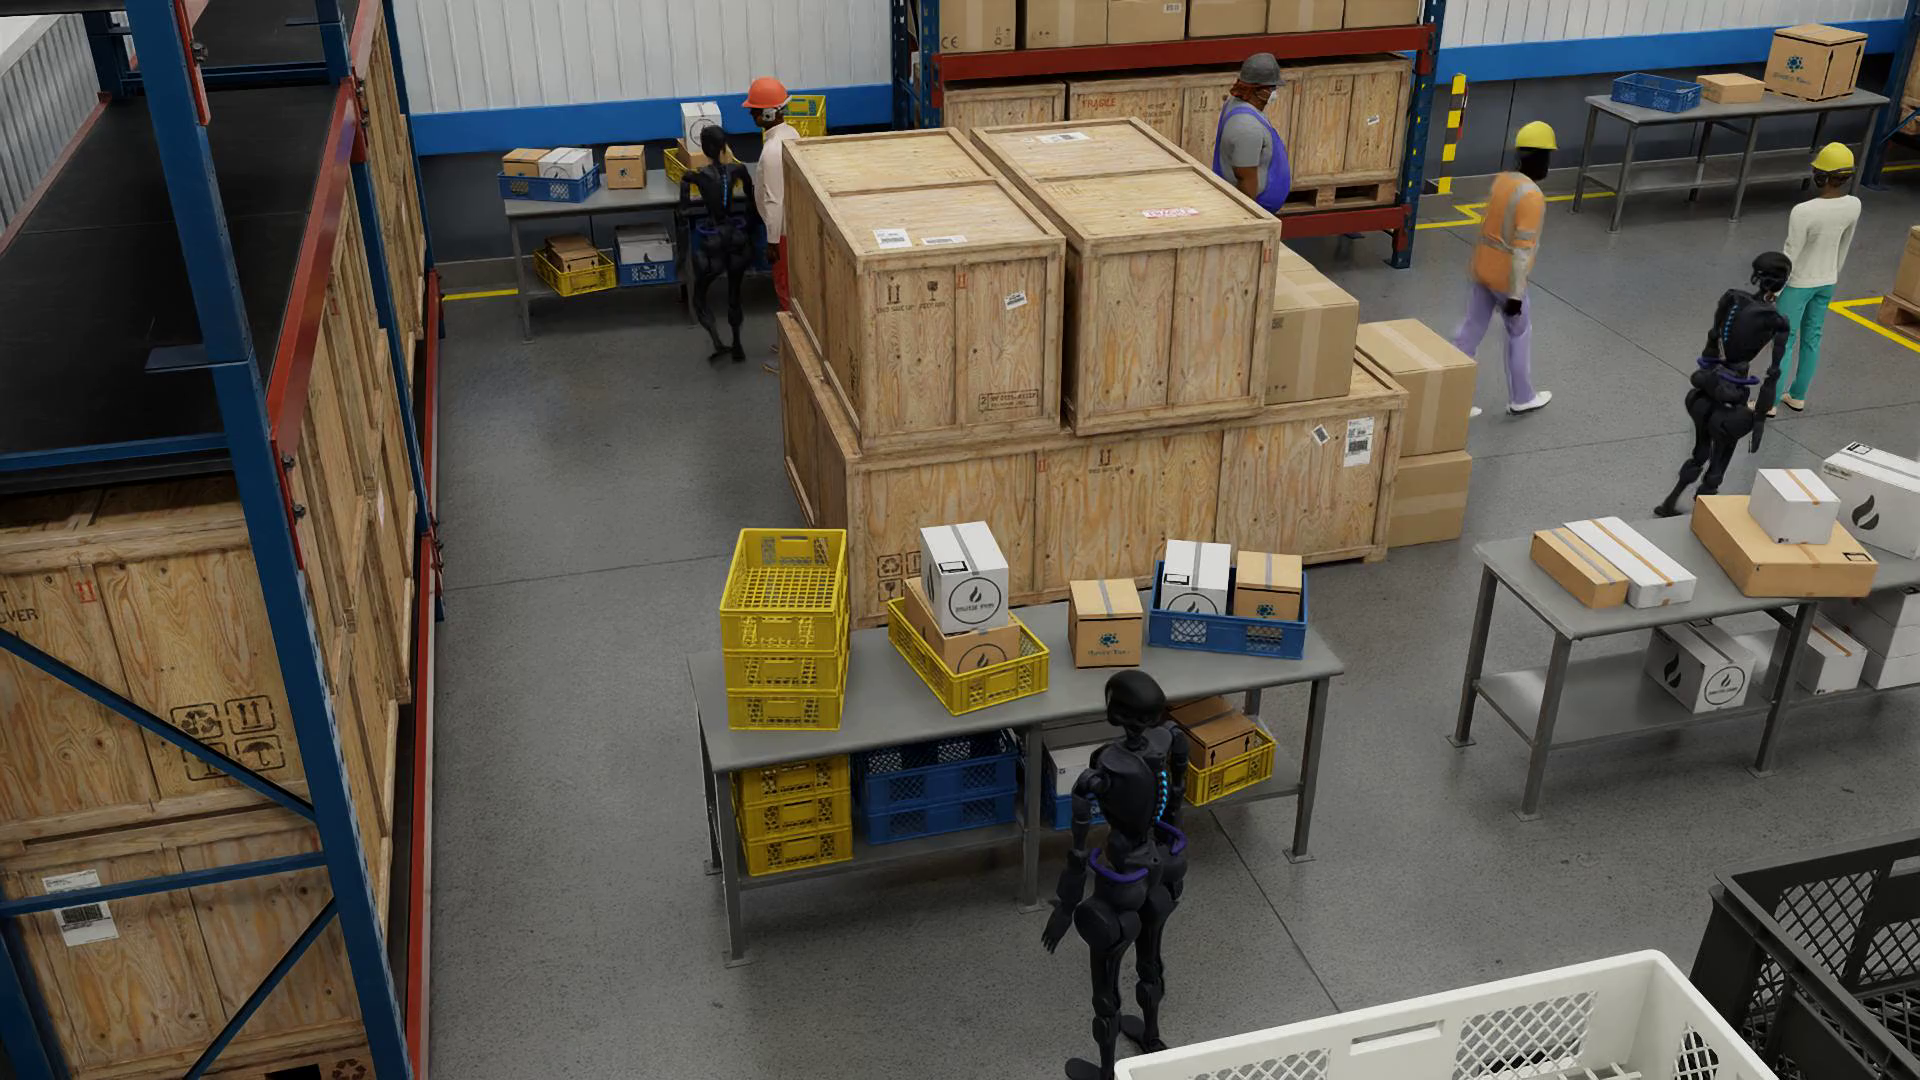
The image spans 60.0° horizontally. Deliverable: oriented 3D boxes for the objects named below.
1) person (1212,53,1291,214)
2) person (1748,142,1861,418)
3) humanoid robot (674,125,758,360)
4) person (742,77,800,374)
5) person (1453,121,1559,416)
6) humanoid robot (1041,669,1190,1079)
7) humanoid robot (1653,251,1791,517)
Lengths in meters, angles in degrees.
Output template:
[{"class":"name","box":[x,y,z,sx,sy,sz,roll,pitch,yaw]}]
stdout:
[{"class":"person","box":[2.023,-2.376,11.594,0.536,2.000,0.679,0,29,0]},{"class":"person","box":[5.341,-1.630,10.523,0.524,1.768,0.313,-11,31,-18]},{"class":"humanoid robot","box":[-1.638,-1.992,11.265,0.646,1.645,0.352,-16,33,-27]},{"class":"person","box":[-1.212,-2.105,11.166,0.411,1.985,0.608,2,29,4]},{"class":"person","box":[3.483,-1.674,10.487,0.874,1.873,0.612,-7,30,-12]},{"class":"humanoid robot","box":[0.546,1.139,5.575,0.585,1.657,0.331,-25,37,-37]},{"class":"humanoid robot","box":[4.178,-0.785,9.091,0.364,1.650,0.601,-8,30,-14]}]
